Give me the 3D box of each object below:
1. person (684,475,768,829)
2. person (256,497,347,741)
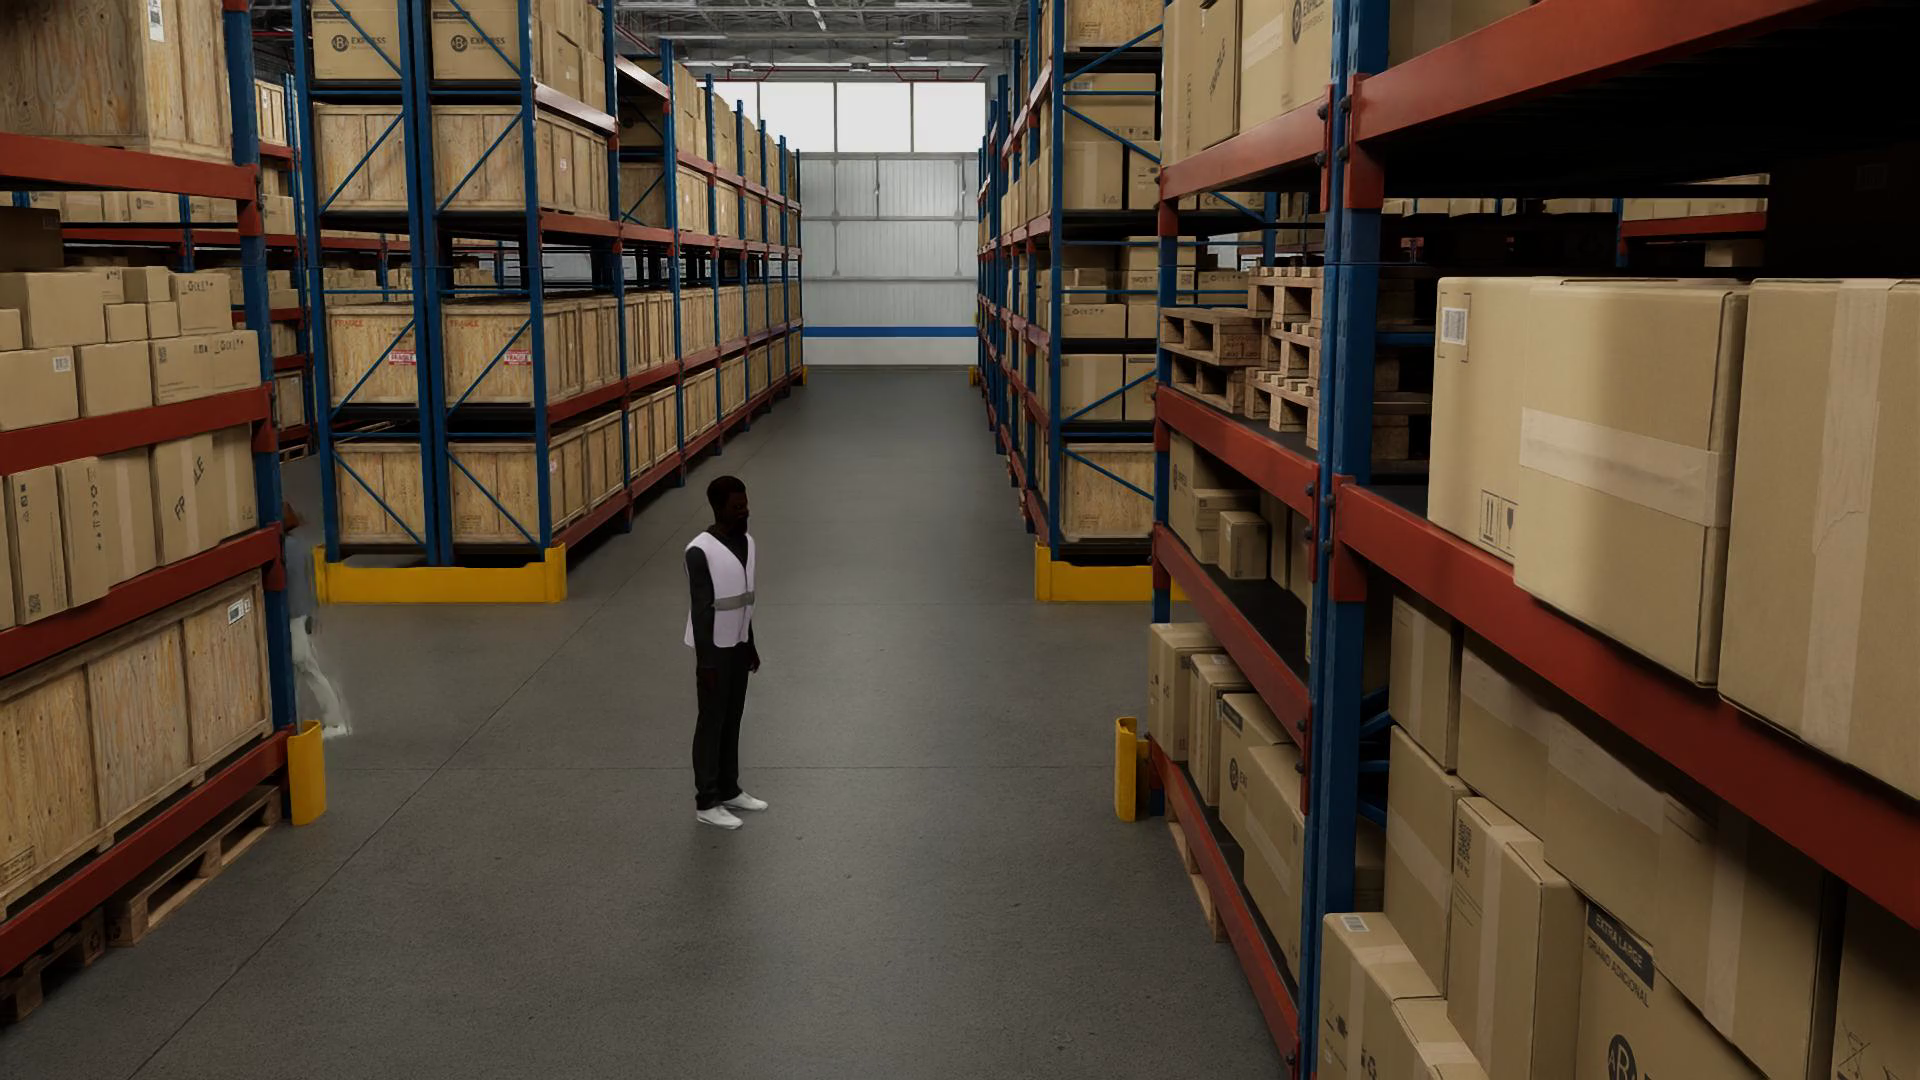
[{"bbox_3d":[-1.300,0.596,9.143,0.394,1.920,0.587,3,10,20],"label":"person"},{"bbox_3d":[-4.361,0.515,10.649,0.854,1.581,0.516,0,9,-2],"label":"person"}]
